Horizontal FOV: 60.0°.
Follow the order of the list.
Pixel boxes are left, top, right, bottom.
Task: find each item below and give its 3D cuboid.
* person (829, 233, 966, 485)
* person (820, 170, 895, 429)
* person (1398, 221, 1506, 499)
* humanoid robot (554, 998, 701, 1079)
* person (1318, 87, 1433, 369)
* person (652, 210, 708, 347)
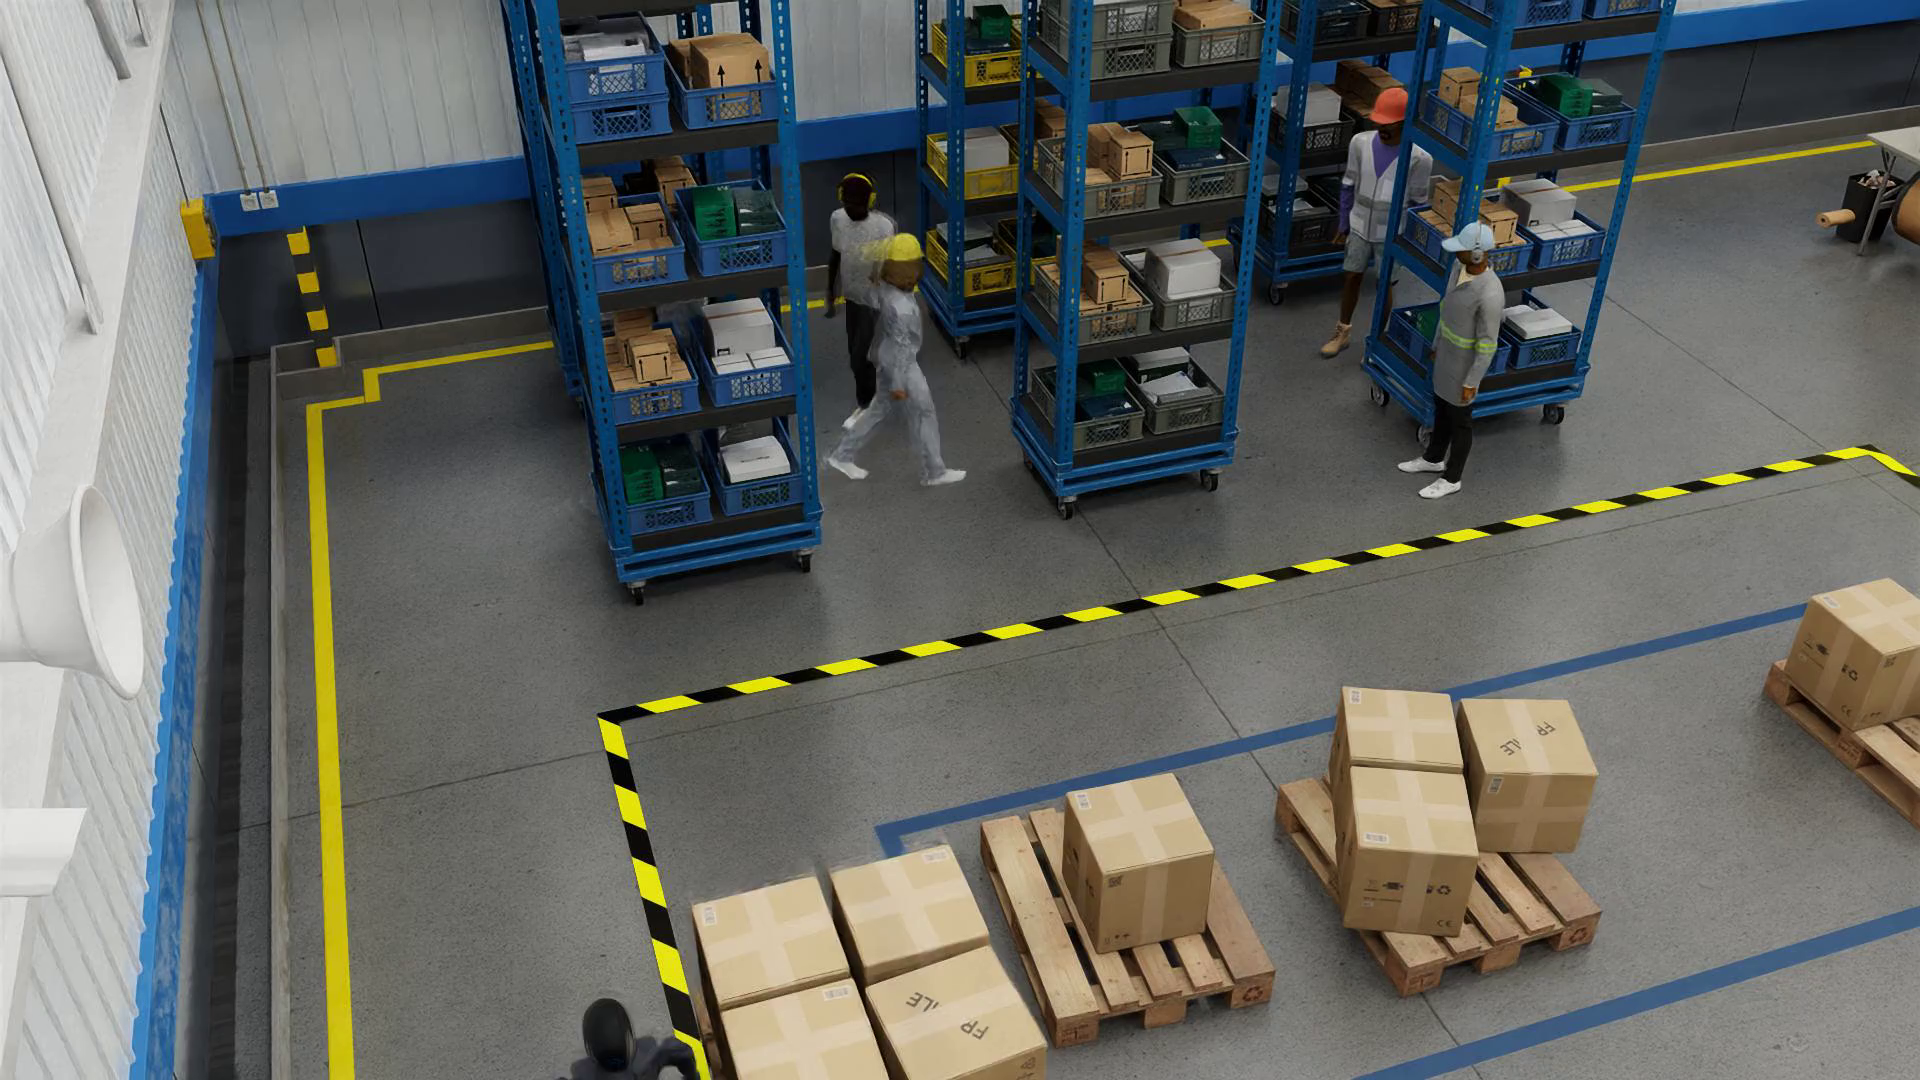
[{"bbox_3d":[-0.431,-1.099,10.370,0.807,1.700,0.477,-11,37,-15],"label":"person"},{"bbox_3d":[-0.670,-1.537,10.858,0.565,1.850,0.414,25,42,31],"label":"person"},{"bbox_3d":[3.048,-1.109,10.257,0.396,1.849,0.587,-5,35,-7],"label":"person"},{"bbox_3d":[-1.101,2.173,5.773,0.611,1.634,0.699,-16,38,-21],"label":"humanoid robot"},{"bbox_3d":[2.897,-2.153,11.570,0.607,2.044,0.392,23,41,29],"label":"person"},{"bbox_3d":[-1.752,-1.191,10.393,0.506,1.823,0.926,17,39,23],"label":"person"}]
